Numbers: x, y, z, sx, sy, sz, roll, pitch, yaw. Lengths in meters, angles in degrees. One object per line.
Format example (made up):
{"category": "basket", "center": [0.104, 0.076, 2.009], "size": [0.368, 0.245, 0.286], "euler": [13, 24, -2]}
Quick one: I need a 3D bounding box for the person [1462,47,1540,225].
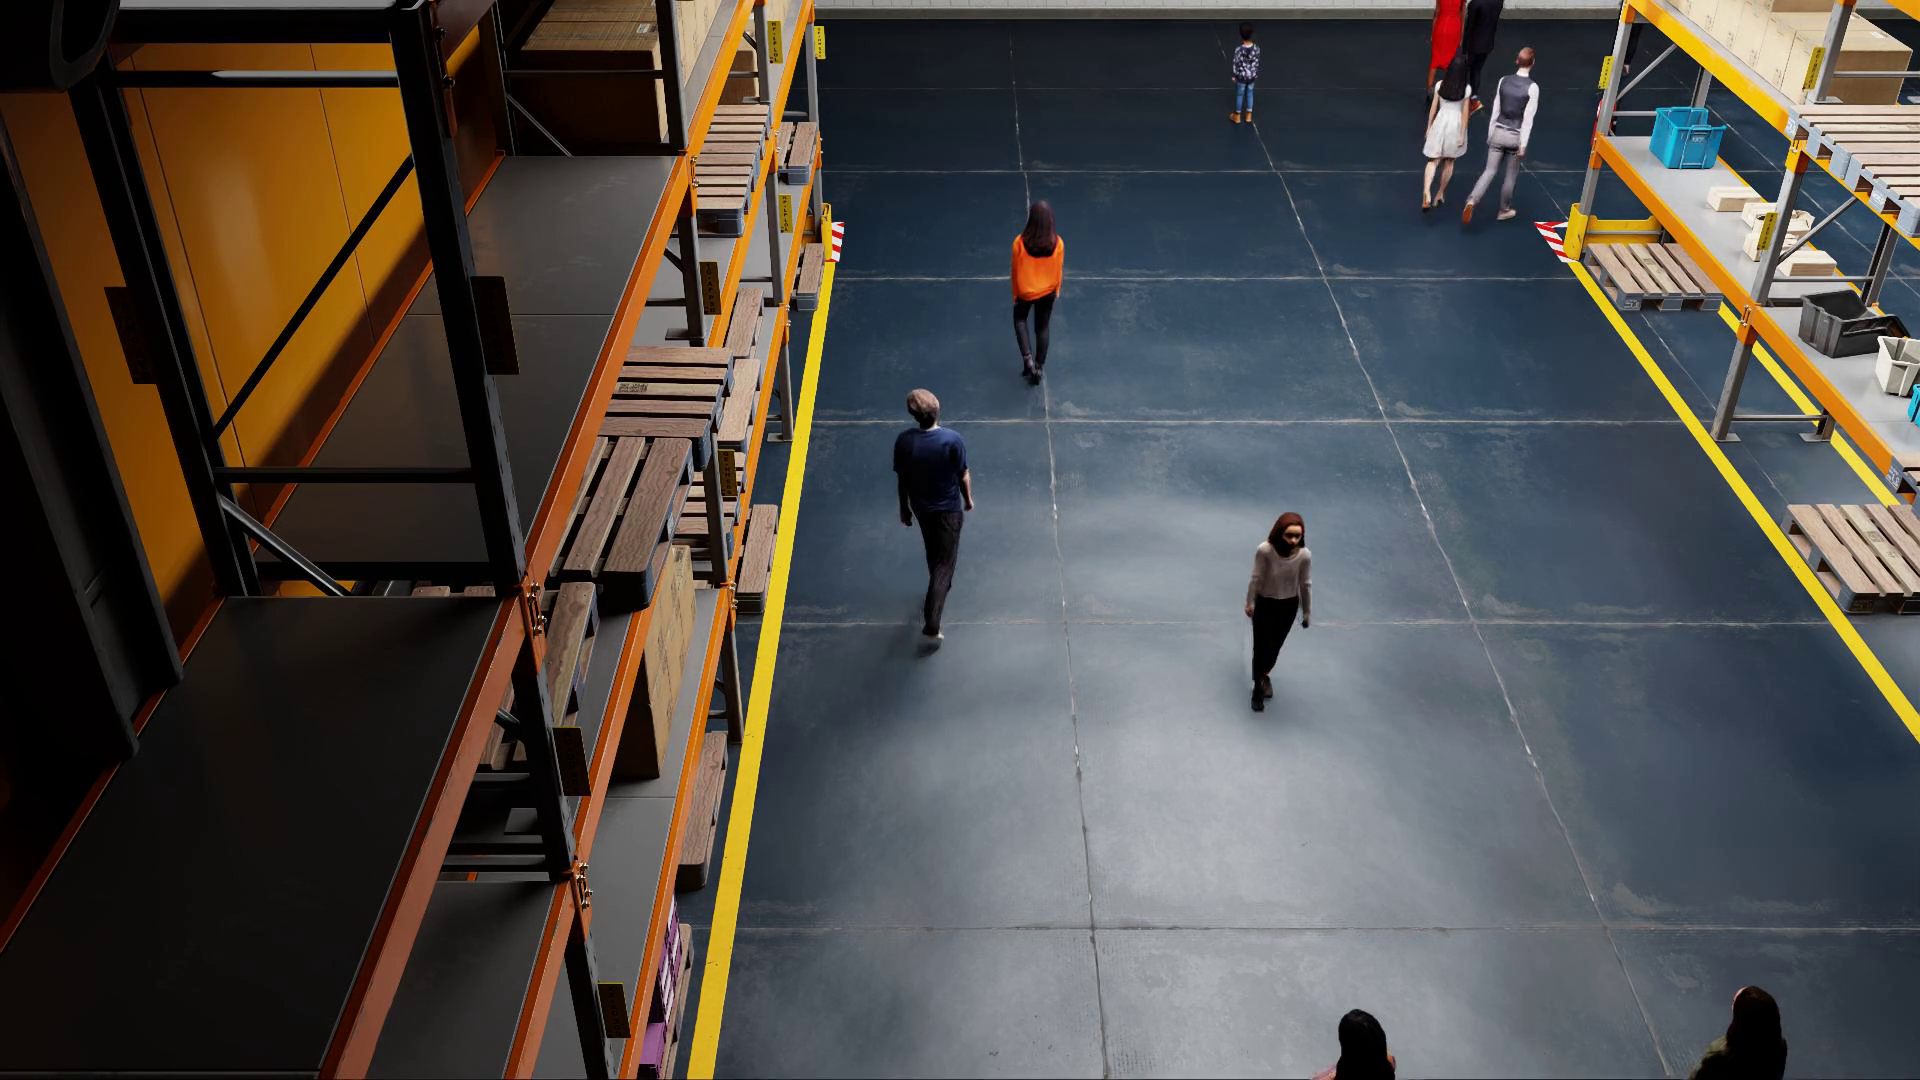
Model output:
{"category": "person", "center": [5.843, -4.283, 17.854], "size": [1.180, 1.909, 1.151], "euler": [-26, 41, -33]}

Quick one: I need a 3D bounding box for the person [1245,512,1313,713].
{"category": "person", "center": [2.121, 0.399, 11.200], "size": [0.570, 1.476, 0.621], "euler": [1, 34, 1]}

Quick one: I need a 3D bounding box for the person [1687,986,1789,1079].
{"category": "person", "center": [3.606, 2.711, 7.759], "size": [0.821, 1.435, 1.075], "euler": [-11, 35, -16]}

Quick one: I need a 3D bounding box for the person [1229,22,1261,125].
{"category": "person", "center": [3.577, -5.856, 20.811], "size": [0.529, 1.254, 0.534], "euler": [-6, 34, -9]}

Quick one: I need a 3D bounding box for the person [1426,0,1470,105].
{"category": "person", "center": [6.219, -6.439, 21.246], "size": [0.646, 1.743, 0.656], "euler": [18, 38, 25]}

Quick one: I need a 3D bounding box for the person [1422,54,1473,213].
{"category": "person", "center": [5.286, -4.377, 18.138], "size": [0.903, 1.750, 1.120], "euler": [16, 37, 22]}

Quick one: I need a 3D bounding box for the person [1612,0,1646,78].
{"category": "person", "center": [9.003, -7.073, 22.232], "size": [0.700, 1.709, 0.611], "euler": [-22, 40, -30]}

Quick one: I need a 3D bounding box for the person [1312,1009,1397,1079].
{"category": "person", "center": [1.747, 2.776, 7.340], "size": [0.876, 1.792, 1.069], "euler": [-15, 36, -21]}

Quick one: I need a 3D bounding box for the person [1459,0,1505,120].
{"category": "person", "center": [6.482, -6.109, 20.694], "size": [0.869, 1.805, 0.957], "euler": [-14, 36, -20]}

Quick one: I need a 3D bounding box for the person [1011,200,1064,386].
{"category": "person", "center": [0.689, -2.160, 14.814], "size": [0.667, 1.738, 0.643], "euler": [-6, 34, -8]}

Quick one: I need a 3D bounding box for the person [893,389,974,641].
{"category": "person", "center": [-0.186, -0.147, 11.712], "size": [0.871, 1.820, 1.222], "euler": [10, 35, 15]}
